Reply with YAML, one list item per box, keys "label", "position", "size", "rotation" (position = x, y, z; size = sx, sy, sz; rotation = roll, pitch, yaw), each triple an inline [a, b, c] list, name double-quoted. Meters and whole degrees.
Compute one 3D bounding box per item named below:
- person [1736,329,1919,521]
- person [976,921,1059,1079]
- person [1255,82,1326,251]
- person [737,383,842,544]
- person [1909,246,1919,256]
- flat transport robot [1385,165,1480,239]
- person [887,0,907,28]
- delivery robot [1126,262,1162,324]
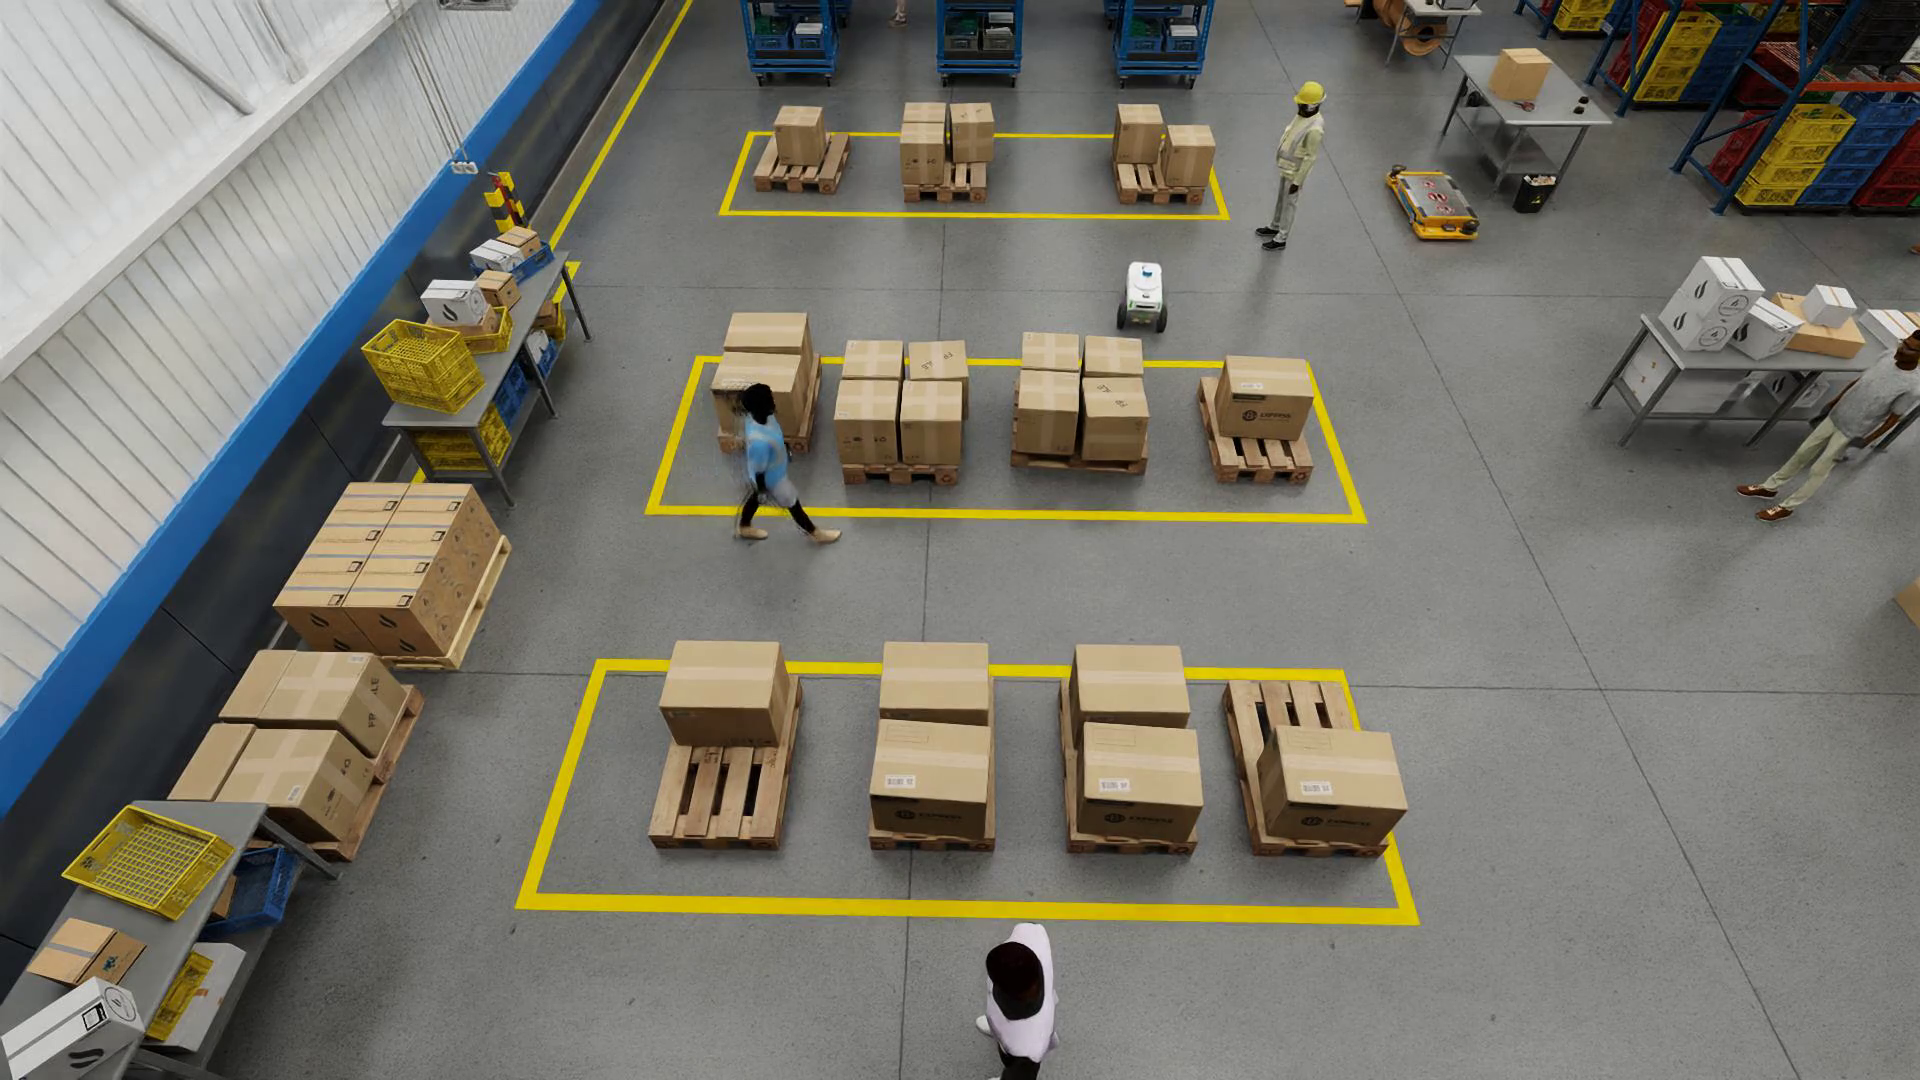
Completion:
- label: "person"
  position: [6.967, -0.888, 7.233]
  size: [0.328, 1.874, 0.521]
  rotation: [1, 49, 1]
- label: "person"
  position: [0.280, 2.318, 4.431]
  size: [0.391, 1.913, 0.587]
  rotation: [1, 49, 1]
- label: "person"
  position: [3.633, -4.062, 10.012]
  size: [0.403, 1.822, 0.588]
  rotation: [1, 49, 1]
- label: "person"
  position: [-1.460, -0.546, 7.083]
  size: [0.869, 1.652, 0.540]
  rotation: [-8, 50, -7]
- label: "person"
  position: [11.092, -3.787, 9.703]
  size: [0.371, 1.934, 0.627]
  rotation: [1, 49, 1]
- label: "flat transport robot"
  position: [5.692, -4.094, 11.059]
  size: [0.652, 0.197, 1.431]
  rotation: [1, 49, 1]
- label: "person"
  position: [-1.023, -9.107, 14.273]
  size: [0.393, 1.985, 0.611]
  rotation: [1, 49, 1]
- label: "delivery robot"
  position: [1.918, -2.602, 9.521]
  size: [0.477, 0.478, 0.707]
  rotation: [6, 49, 5]
